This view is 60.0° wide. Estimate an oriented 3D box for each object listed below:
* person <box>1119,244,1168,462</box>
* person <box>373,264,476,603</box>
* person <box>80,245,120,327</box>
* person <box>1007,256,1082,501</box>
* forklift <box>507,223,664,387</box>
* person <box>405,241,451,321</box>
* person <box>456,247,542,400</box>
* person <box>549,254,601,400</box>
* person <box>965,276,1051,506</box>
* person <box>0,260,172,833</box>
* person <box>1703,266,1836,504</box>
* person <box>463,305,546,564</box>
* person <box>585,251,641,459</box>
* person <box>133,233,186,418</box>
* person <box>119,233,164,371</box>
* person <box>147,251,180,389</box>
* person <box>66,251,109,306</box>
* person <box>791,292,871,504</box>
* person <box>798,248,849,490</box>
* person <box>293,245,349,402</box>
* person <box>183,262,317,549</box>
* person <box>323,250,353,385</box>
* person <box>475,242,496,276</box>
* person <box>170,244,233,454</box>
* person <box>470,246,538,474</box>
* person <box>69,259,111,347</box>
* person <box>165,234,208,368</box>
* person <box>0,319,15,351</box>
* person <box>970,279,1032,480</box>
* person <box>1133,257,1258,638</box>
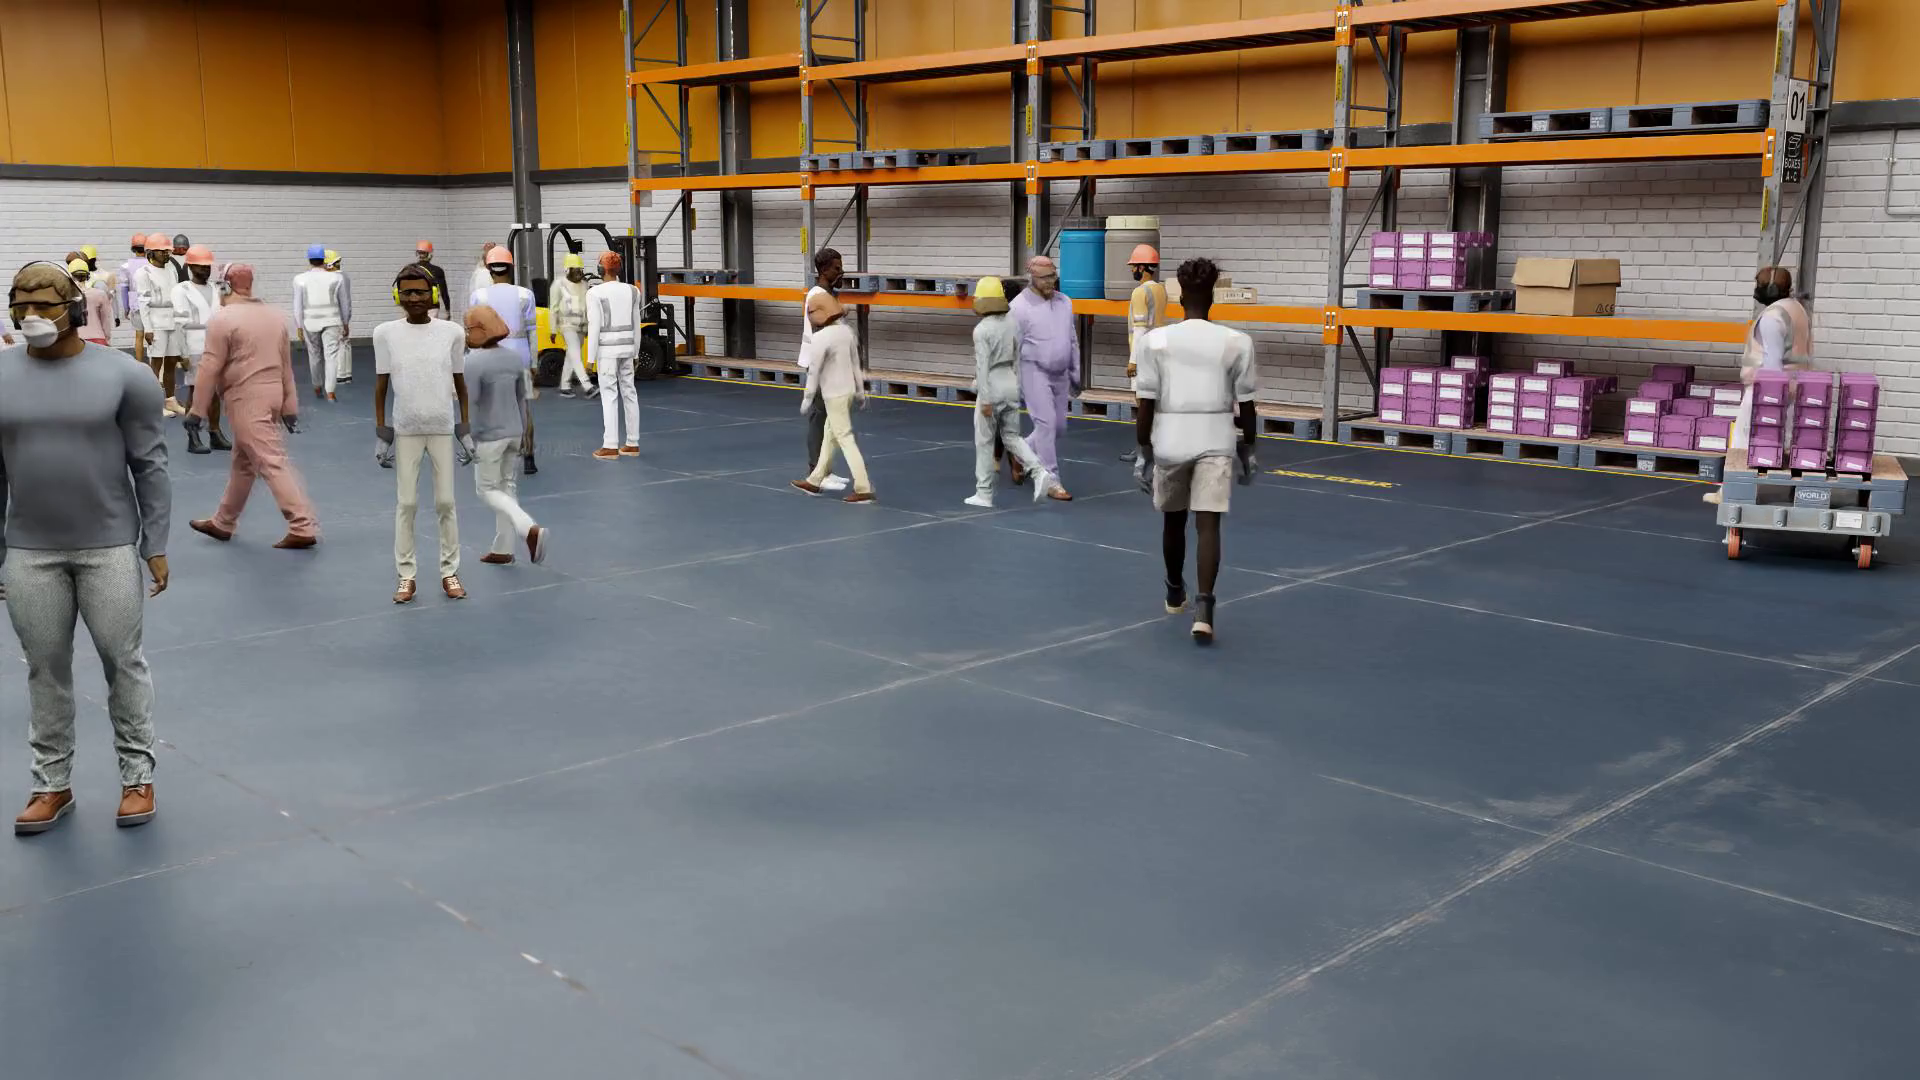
[{"bbox_3d":[1.640,-1.662,14.887,0.360,1.938,0.546,6,12,28],"label":"person"},{"bbox_3d":[-2.964,-0.586,9.210,0.534,1.868,0.309,-4,11,-20],"label":"person"},{"bbox_3d":[-12.402,-3.285,23.911,0.601,1.893,0.868,-1,10,-5],"label":"person"},{"bbox_3d":[0.608,-1.261,12.900,0.656,1.868,0.771,-9,14,-41],"label":"person"},{"bbox_3d":[-5.316,-3.263,22.920,2.313,2.155,1.214,-10,14,-44],"label":"forklift"},{"bbox_3d":[-7.895,-3.460,24.703,0.637,1.934,1.049,1,10,5],"label":"person"},{"bbox_3d":[-5.727,-2.629,20.347,1.043,1.877,0.642,-4,11,-21],"label":"person"},{"bbox_3d":[-4.698,-2.623,20.531,0.912,1.781,0.623,7,13,34],"label":"person"},{"bbox_3d":[0.336,-1.080,12.284,0.492,1.721,0.675,-10,14,-42],"label":"person"},{"bbox_3d":[-3.011,0.030,5.660,0.630,1.938,0.369,-2,11,-11],"label":"person"},{"bbox_3d":[6.079,-1.112,12.268,0.614,1.806,0.902,-9,14,-41],"label":"person"},{"bbox_3d":[-2.747,-0.608,10.044,0.590,1.617,0.515,6,12,28],"label":"person"},{"bbox_3d":[-3.148,-1.674,15.106,0.355,1.883,0.573,9,14,41],"label":"person"},{"bbox_3d":[-8.865,-2.384,18.538,0.377,2.045,0.605,2,11,13],"label":"person"},{"bbox_3d":[-11.679,-3.361,23.865,0.615,2.043,0.372,-3,11,-14],"label":"person"},{"bbox_3d":[-10.618,-2.934,22.035,0.327,1.863,0.514,-7,13,-34],"label":"person"},{"bbox_3d":[-10.233,-2.447,19.452,0.621,1.838,0.429,5,11,23],"label":"person"},{"bbox_3d":[-1.015,-1.077,12.608,0.816,1.590,0.535,5,11,25],"label":"person"},{"bbox_3d":[-1.093,-1.372,13.360,0.399,1.920,0.590,1,10,4],"label":"person"},{"bbox_3d":[-7.833,-2.660,20.438,0.617,1.891,1.005,-3,11,-17],"label":"person"},{"bbox_3d":[-4.633,-0.865,10.793,1.034,1.848,0.639,2,11,10],"label":"person"},{"bbox_3d":[-8.493,-3.025,22.631,0.403,1.825,0.586,0,10,0],"label":"person"},{"bbox_3d":[-7.566,-3.873,27.018,0.641,1.913,0.407,9,13,39],"label":"person"},{"bbox_3d":[-7.029,-1.775,15.504,0.371,1.935,0.552,5,11,25],"label":"person"},{"bbox_3d":[-3.837,-1.502,14.042,0.542,1.927,0.374,-4,11,-21],"label":"person"},{"bbox_3d":[-9.511,-2.164,18.091,0.524,1.769,0.314,-10,14,-43],"label":"person"},{"bbox_3d":[-11.877,-3.666,25.536,0.682,2.000,0.537,-4,11,-19],"label":"person"},{"bbox_3d":[-10.826,-2.300,18.567,1.026,1.872,0.617,-5,11,-25],"label":"person"},{"bbox_3d":[0.408,-1.334,13.845,0.526,1.662,0.844,-9,14,-40],"label":"person"},{"bbox_3d":[1.213,-0.485,8.542,0.627,1.919,1.015,1,10,8],"label":"person"}]
